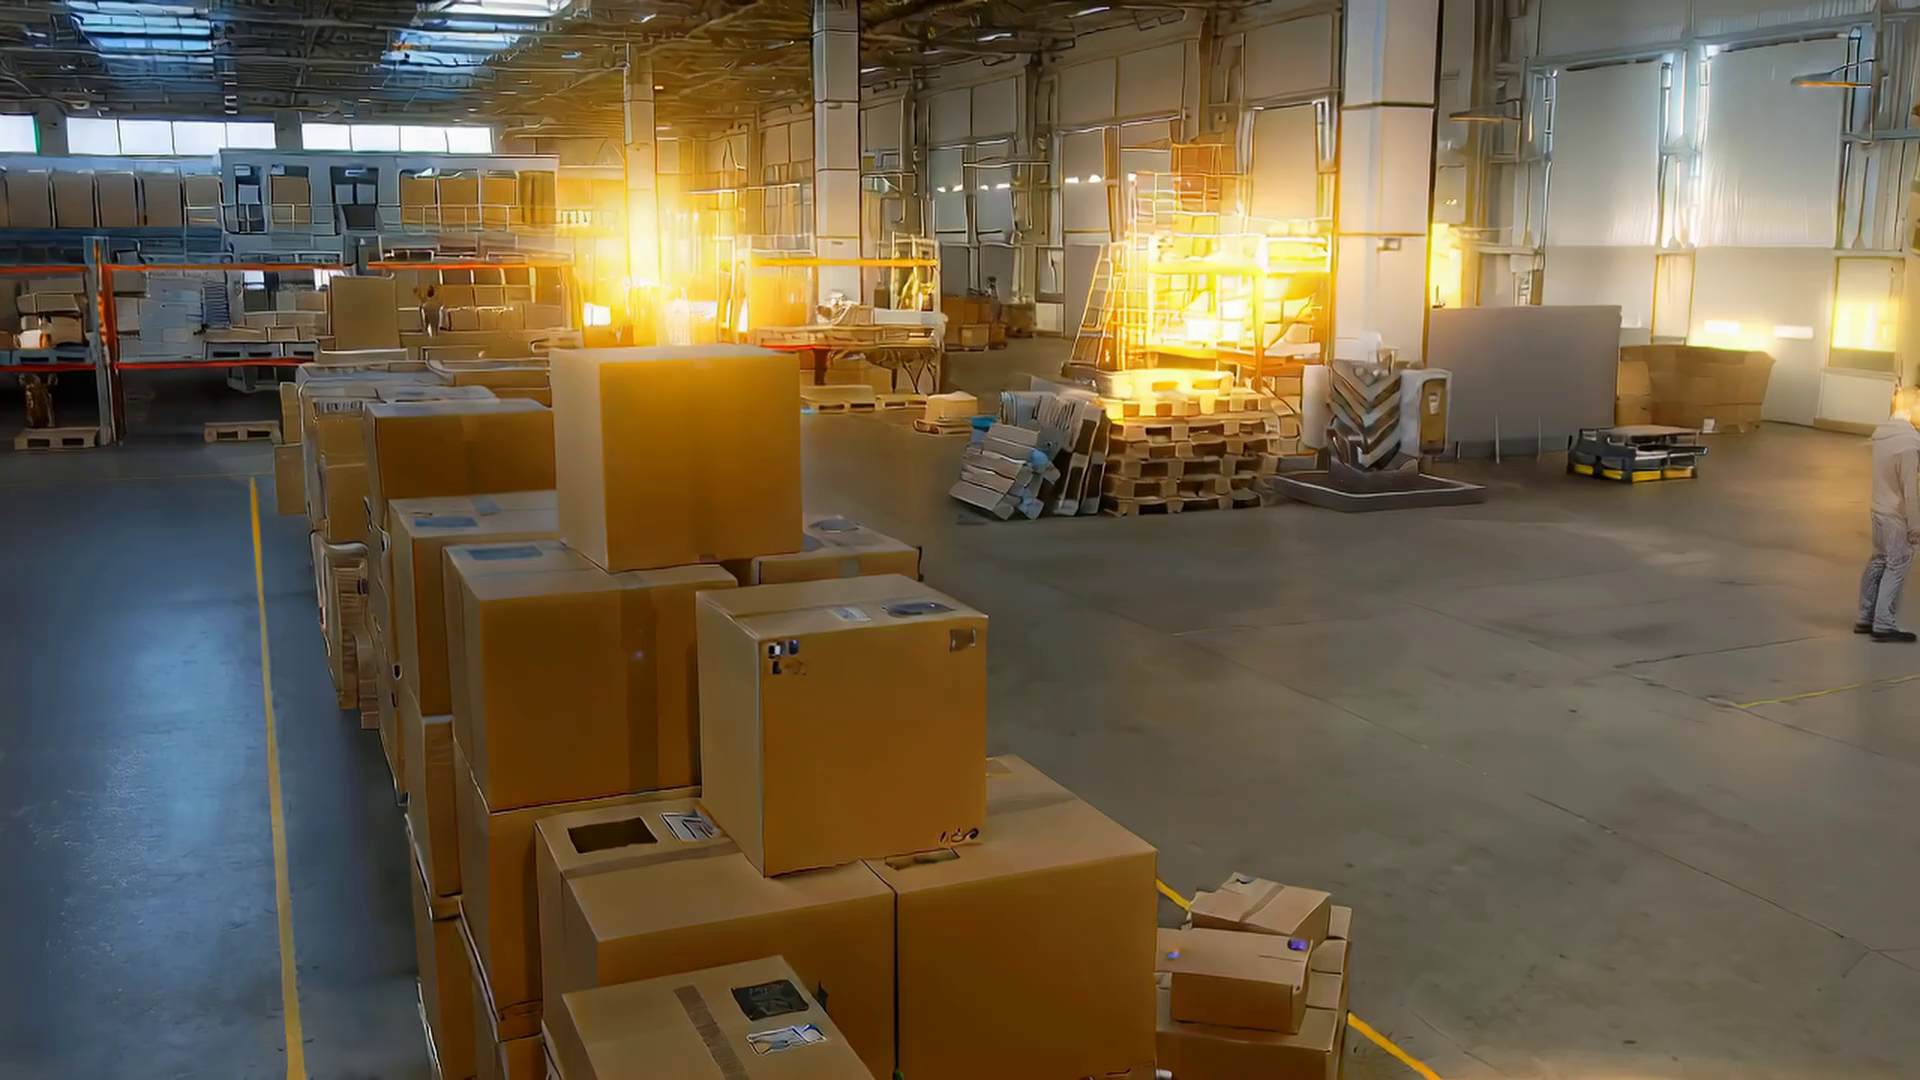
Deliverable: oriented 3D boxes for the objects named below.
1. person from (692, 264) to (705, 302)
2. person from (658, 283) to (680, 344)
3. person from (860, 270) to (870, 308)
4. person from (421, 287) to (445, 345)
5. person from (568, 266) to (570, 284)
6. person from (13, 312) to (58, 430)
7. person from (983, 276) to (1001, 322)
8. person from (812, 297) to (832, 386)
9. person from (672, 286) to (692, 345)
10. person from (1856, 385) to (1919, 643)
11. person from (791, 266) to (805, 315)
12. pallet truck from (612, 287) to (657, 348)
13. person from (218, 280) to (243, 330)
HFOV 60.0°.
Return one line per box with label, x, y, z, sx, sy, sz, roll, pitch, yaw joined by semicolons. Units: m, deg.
person;-10.881;-10.597;69.705;0.652;1.926;0.643;5;11;24
person;-7.872;-6.085;45.239;0.634;1.799;0.953;-3;11;-14
person;-3.547;-8.928;60.583;0.550;1.917;0.721;3;11;15
person;-12.843;-5.252;40.533;0.529;1.836;0.941;-5;11;-24
person;-16.821;-10.967;71.876;0.344;1.882;0.584;-8;13;-36
person;-14.131;-2.545;25.458;0.584;1.882;0.337;-2;10;-10
person;0.906;-6.798;48.806;0.591;1.915;0.592;-6;12;-32
person;-2.539;-3.517;30.716;0.383;1.921;0.585;-2;11;-13
person;-6.209;-4.708;37.238;0.352;1.934;0.635;3;11;17
person;6.963;-0.187;12.365;0.380;1.928;0.636;1;10;3
person;-6.443;-9.907;65.832;0.621;1.961;0.936;-9;14;-41
pallet truck;-6.464;-4.406;35.401;0.823;1.965;1.885;6;12;32
person;-23.805;-7.670;54.240;0.924;1.686;0.492;-9;14;-42
